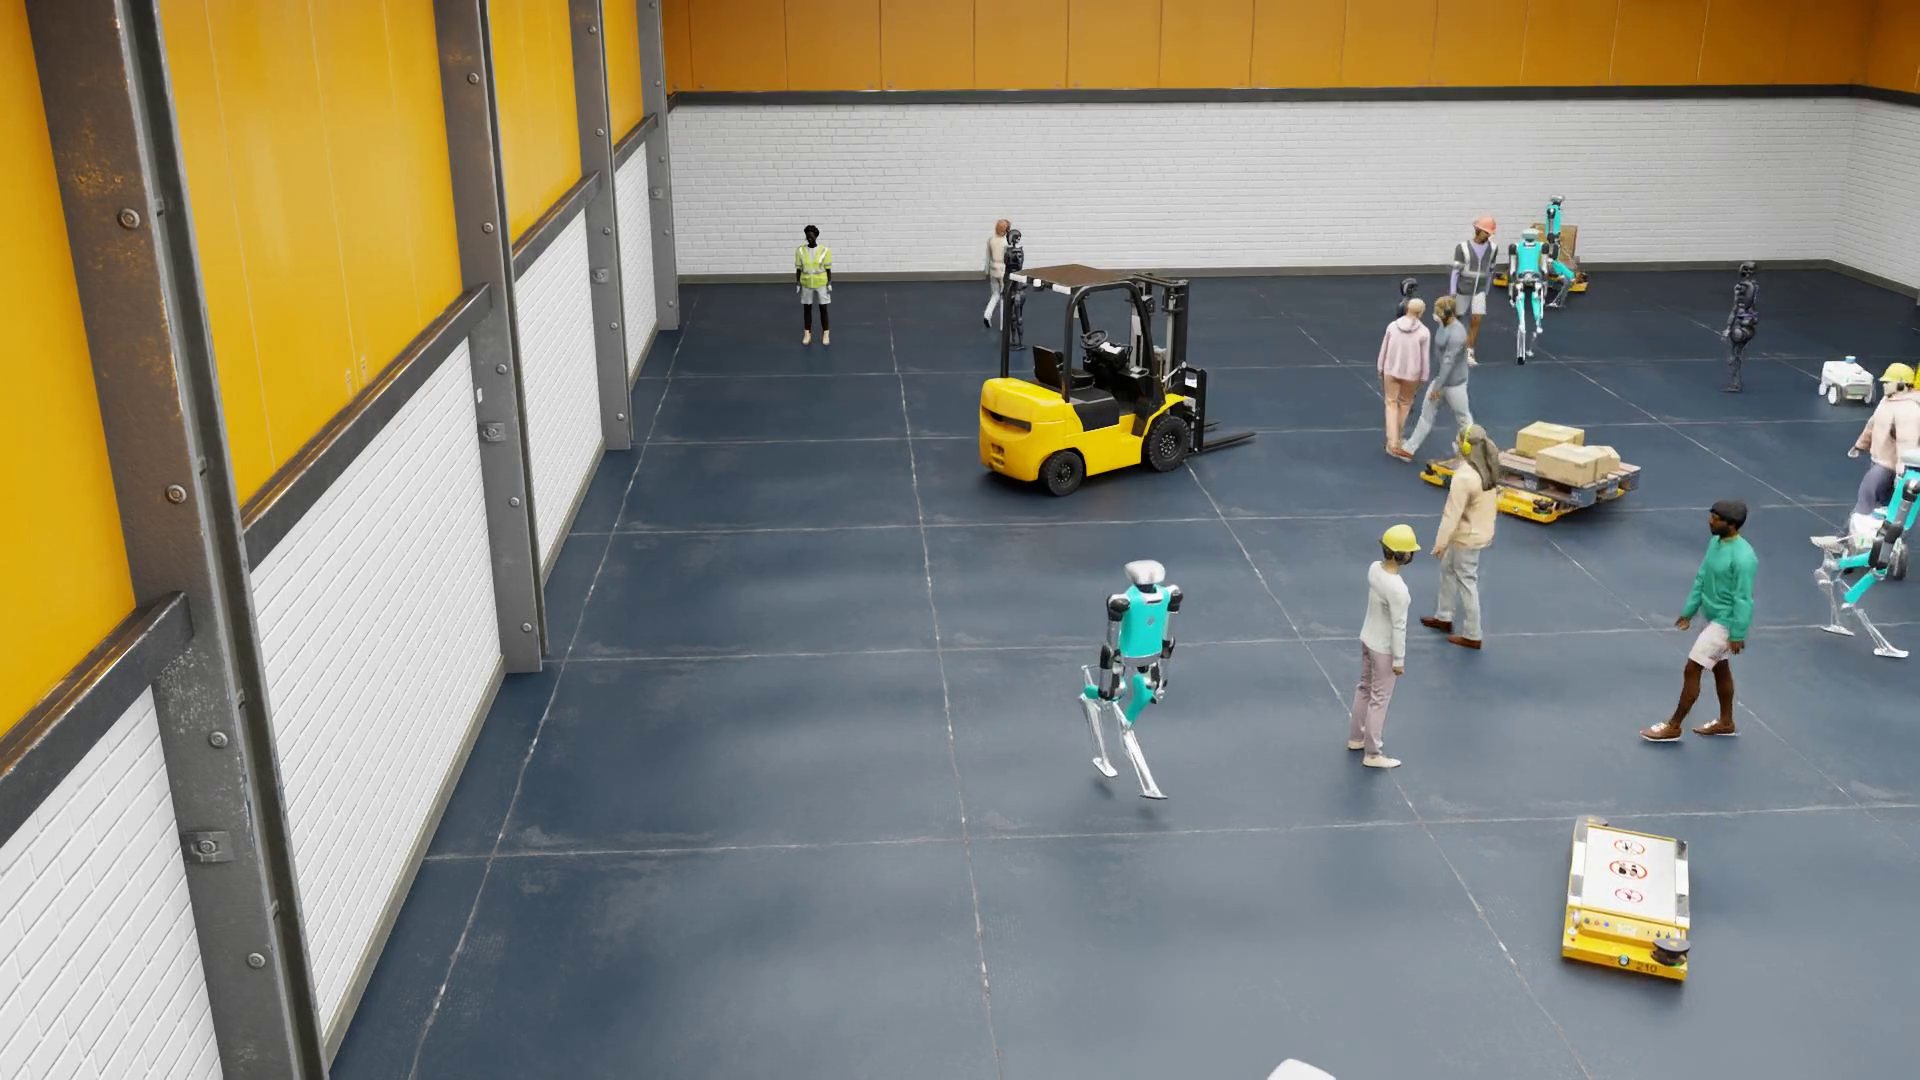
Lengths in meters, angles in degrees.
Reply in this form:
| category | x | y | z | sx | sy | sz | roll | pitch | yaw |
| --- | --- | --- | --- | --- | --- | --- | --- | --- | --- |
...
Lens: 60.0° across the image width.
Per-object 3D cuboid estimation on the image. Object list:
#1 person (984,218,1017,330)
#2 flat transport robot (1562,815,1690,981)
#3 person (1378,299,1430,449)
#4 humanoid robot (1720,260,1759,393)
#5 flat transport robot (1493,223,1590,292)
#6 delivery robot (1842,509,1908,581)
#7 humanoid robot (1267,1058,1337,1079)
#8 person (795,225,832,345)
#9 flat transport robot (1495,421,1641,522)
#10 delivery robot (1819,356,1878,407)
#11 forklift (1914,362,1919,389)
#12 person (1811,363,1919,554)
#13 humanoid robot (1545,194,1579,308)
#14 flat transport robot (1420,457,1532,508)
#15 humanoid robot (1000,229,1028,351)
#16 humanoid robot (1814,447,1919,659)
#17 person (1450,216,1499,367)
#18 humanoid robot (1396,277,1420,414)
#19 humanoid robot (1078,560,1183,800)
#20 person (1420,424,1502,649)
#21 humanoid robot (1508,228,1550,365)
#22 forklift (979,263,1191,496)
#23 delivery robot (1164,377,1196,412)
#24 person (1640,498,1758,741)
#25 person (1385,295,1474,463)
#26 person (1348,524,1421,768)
| category | x | y | z | sx | sy | sz | roll | pitch | yaw |
| --- | --- | --- | --- | --- | --- | --- | --- | --- | --- |
| person | 0.596 | -3.830 | 24.092 | 0.527 | 1.626 | 0.409 | 14 | 24 | 33 |
| flat transport robot | 3.973 | 2.100 | 9.904 | 0.659 | 0.231 | 1.431 | 8 | 22 | 20 |
| person | 4.925 | -1.829 | 18.459 | 0.581 | 1.749 | 0.558 | 9 | 22 | 22 |
| humanoid robot | 9.817 | -2.675 | 20.881 | 0.599 | 1.654 | 0.345 | -16 | 26 | -37 |
| flat transport robot | 9.536 | -4.275 | 27.276 | 1.431 | 0.231 | 0.659 | 9 | 22 | 23 |
| delivery robot | 8.330 | 0.031 | 15.157 | 0.499 | 0.614 | 0.817 | 7 | 21 | 19 |
| humanoid robot | 1.098 | 2.782 | 5.966 | 0.539 | 1.741 | 1.019 | 10 | 23 | 26 |
| person | -2.049 | -3.574 | 23.302 | 0.535 | 1.693 | 0.320 | 2 | 20 | 6 |
| flat transport robot | 6.082 | -0.482 | 16.940 | 1.431 | 0.231 | 0.659 | -15 | 25 | -36 |
| delivery robot | 10.974 | -1.958 | 20.570 | 0.499 | 0.610 | 0.813 | 1 | 20 | 3 |
| forklift | 12.602 | -2.435 | 19.475 | 2.313 | 2.155 | 1.214 | -1 | 20 | -4 |
| person | 8.462 | -0.740 | 15.377 | 0.844 | 1.831 | 0.818 | 5 | 21 | 14 |
| humanoid robot | 9.234 | -4.316 | 25.426 | 0.708 | 1.905 | 0.538 | 9 | 22 | 24 |
| flat transport robot | 5.546 | -0.589 | 17.233 | 0.659 | 0.231 | 1.431 | -13 | 24 | -31 |
| humanoid robot | 0.753 | -3.464 | 23.001 | 0.315 | 1.657 | 0.599 | -7 | 21 | -17 |
| humanoid robot | 7.234 | 0.082 | 13.290 | 0.904 | 1.773 | 0.548 | 12 | 24 | 31 |
| person | 6.870 | -3.403 | 22.417 | 0.614 | 1.991 | 0.999 | -1 | 20 | -3 |
| humanoid robot | 5.363 | -2.317 | 19.906 | 0.349 | 1.647 | 0.607 | -3 | 20 | -8 |
| humanoid robot | 1.079 | 0.893 | 11.063 | 0.538 | 1.728 | 0.993 | -9 | 22 | -24 |
| person | 4.015 | -0.052 | 13.485 | 0.759 | 1.845 | 0.575 | 16 | 26 | 38 |
| humanoid robot | 7.632 | -3.218 | 22.331 | 0.572 | 1.803 | 0.935 | 4 | 21 | 10 |
| forklift | 1.315 | -1.764 | 17.646 | 2.313 | 2.155 | 1.214 | -14 | 24 | -33 |
| delivery robot | 2.535 | -1.758 | 19.977 | 0.749 | 0.578 | 0.509 | 5 | 21 | 13 |
| person | 5.262 | 0.581 | 11.797 | 0.848 | 1.815 | 0.498 | 1 | 20 | 3 |
| person | 5.163 | -1.686 | 17.872 | 1.019 | 1.872 | 0.657 | -1 | 20 | -1 |
| person | 2.946 | 0.726 | 11.490 | 0.342 | 1.760 | 0.524 | -3 | 20 | -9 |
